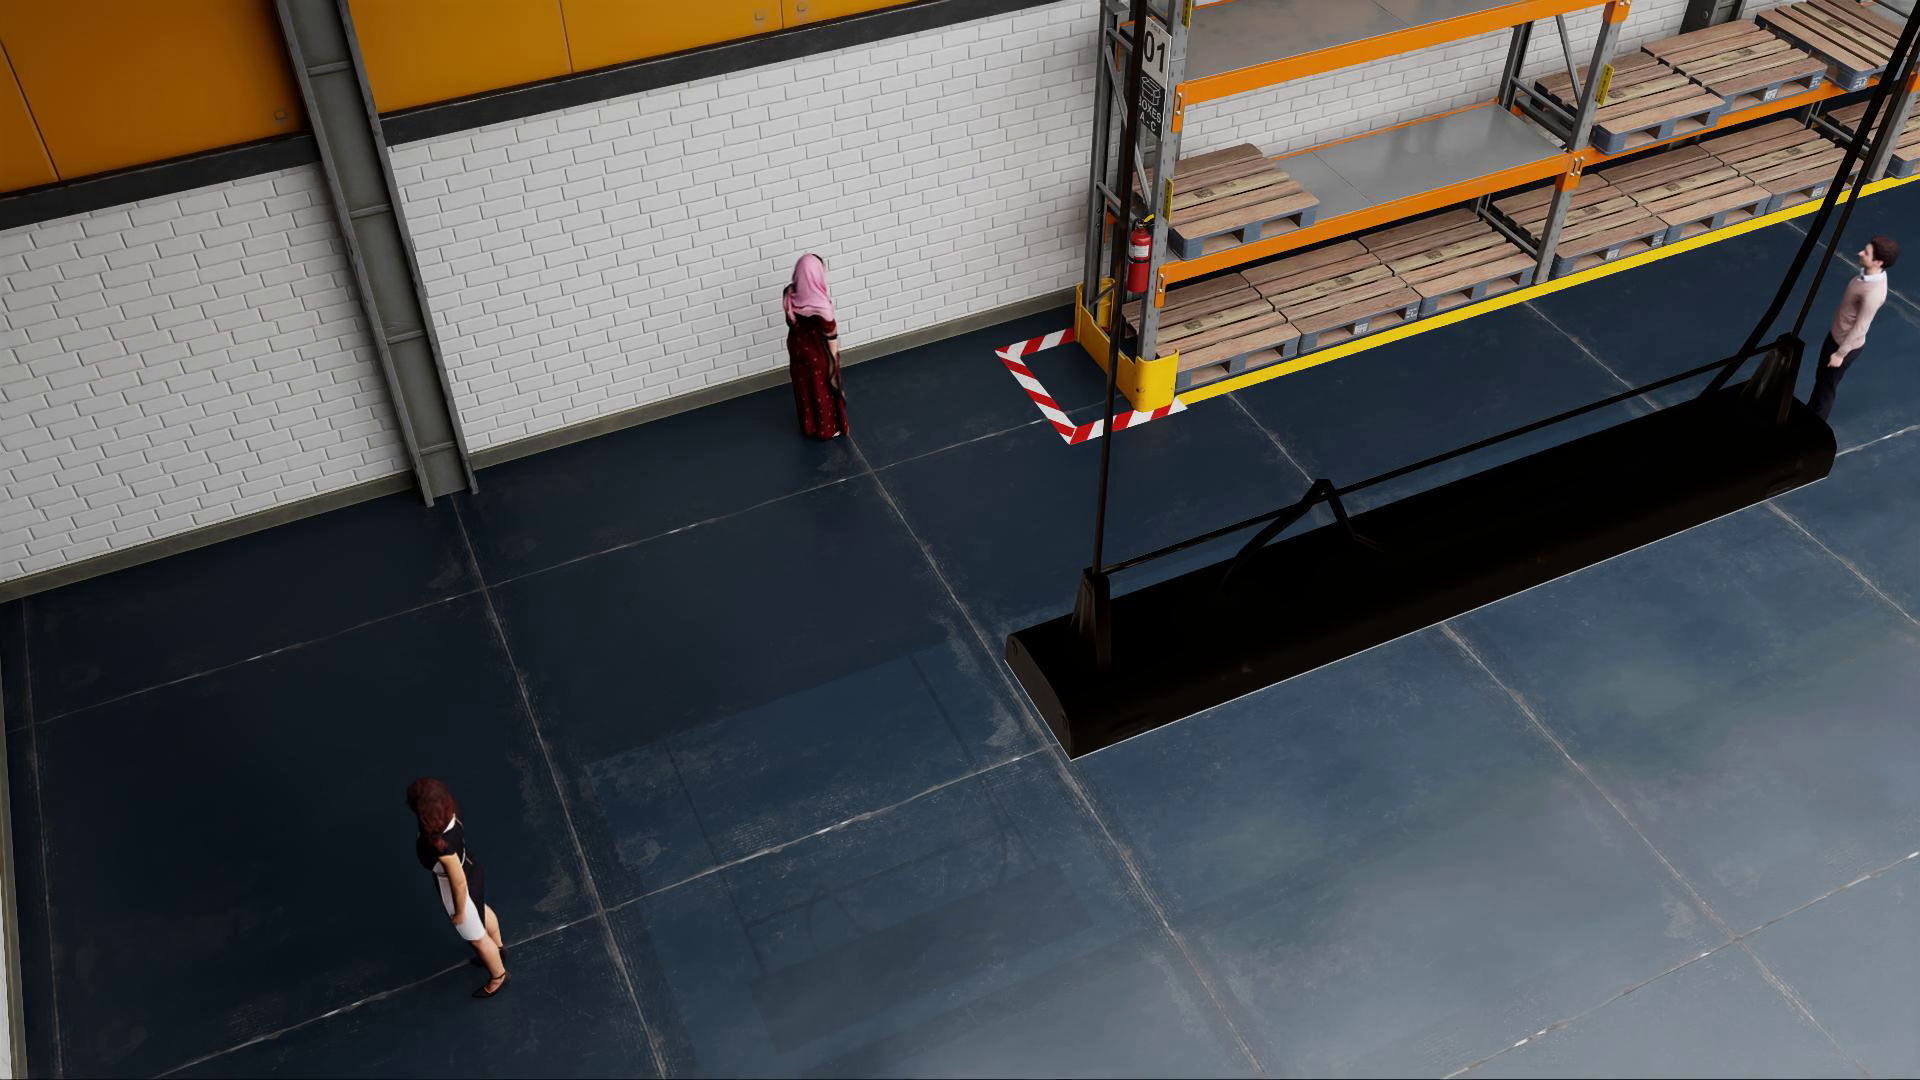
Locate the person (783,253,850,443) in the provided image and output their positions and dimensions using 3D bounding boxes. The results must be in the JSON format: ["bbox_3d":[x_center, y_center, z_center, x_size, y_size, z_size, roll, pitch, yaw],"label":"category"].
[{"bbox_3d":[-1.109,-1.446,12.576,0.752,1.631,0.745,30,51,28],"label":"person"}]

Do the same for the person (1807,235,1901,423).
[{"bbox_3d":[6.635,-1.499,12.502,0.761,1.810,0.705,13,45,14],"label":"person"}]

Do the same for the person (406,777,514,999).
[{"bbox_3d":[-2.692,1.871,8.975,0.551,1.796,0.624,-9,44,-9],"label":"person"}]
